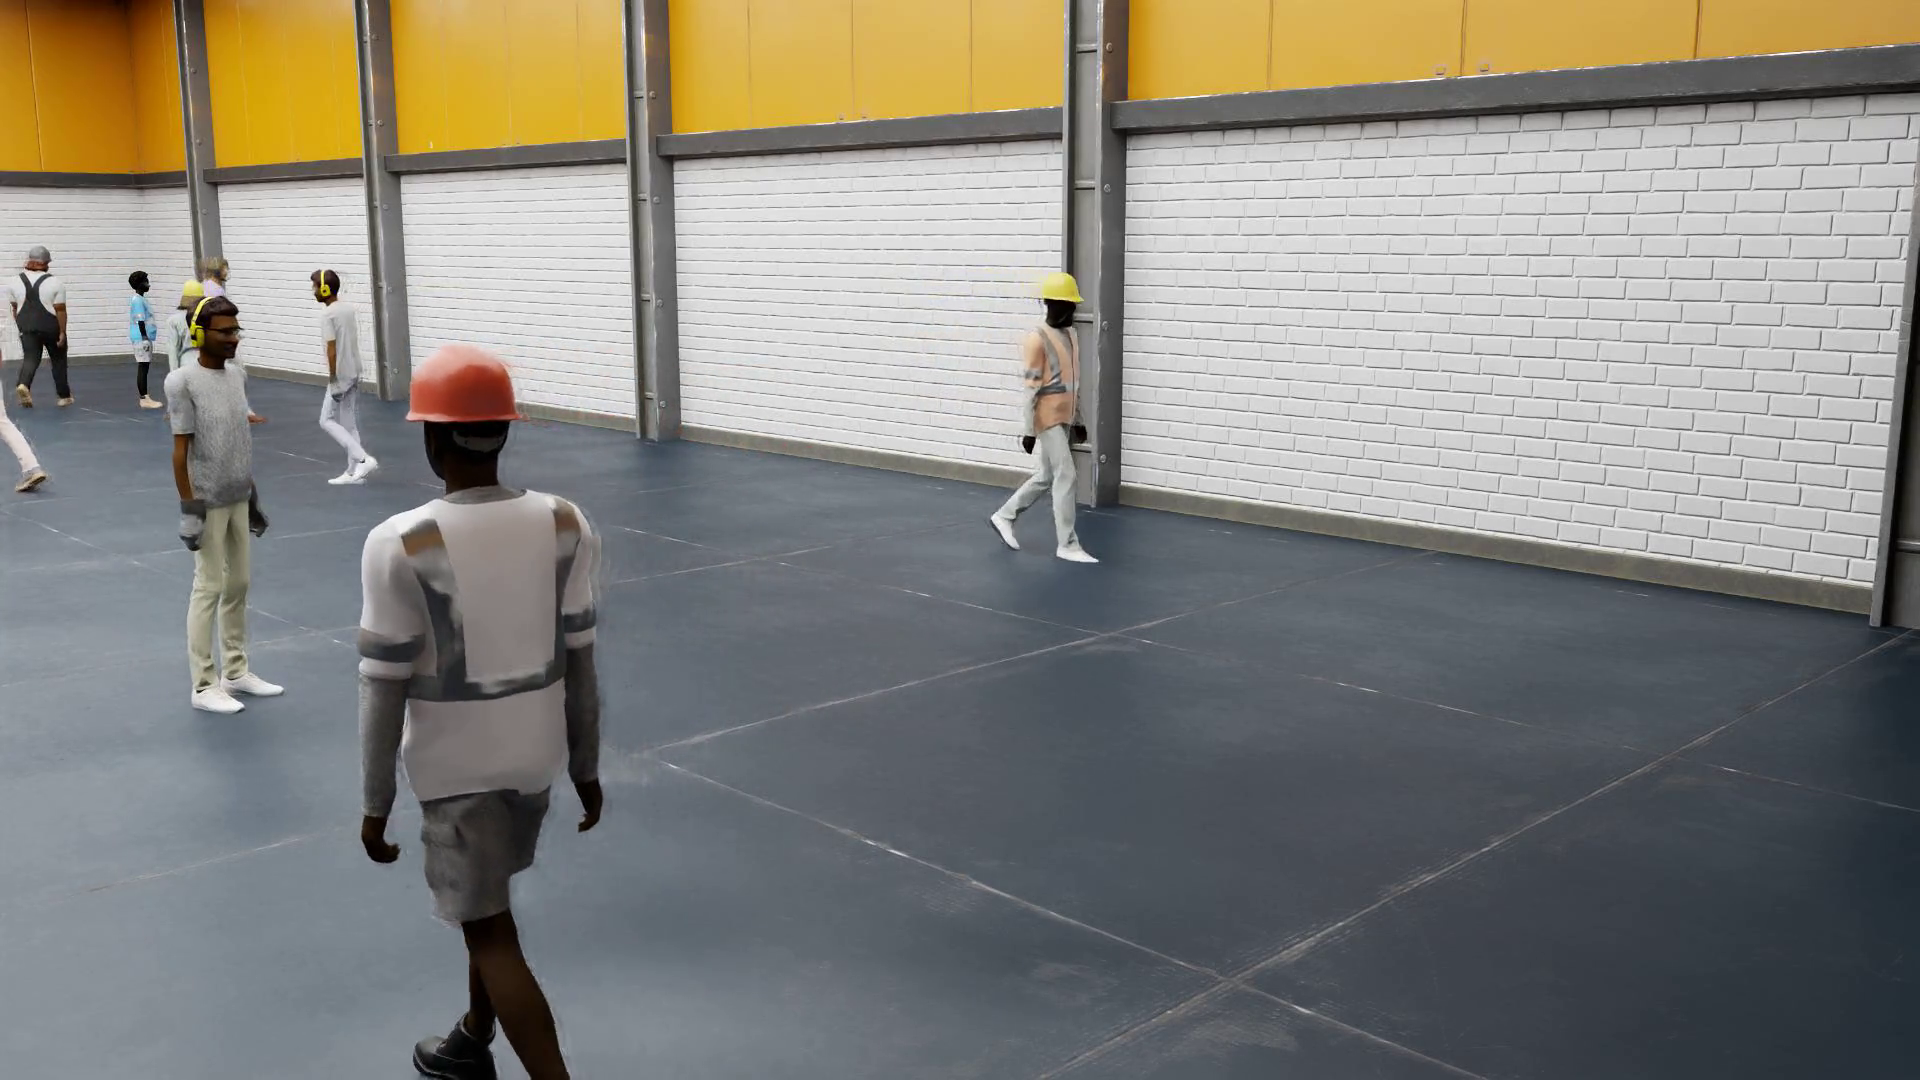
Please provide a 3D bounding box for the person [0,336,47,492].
[{"bbox_3d":[-8.096,-1.344,13.749,1.022,1.956,0.623,3,11,17],"label":"person"}]

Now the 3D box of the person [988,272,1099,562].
[{"bbox_3d":[0.549,-0.816,11.021,0.843,1.906,0.593,5,12,26],"label":"person"}]

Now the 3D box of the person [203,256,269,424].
[{"bbox_3d":[-8.322,-2.202,18.541,0.924,1.908,0.632,-3,11,-18],"label":"person"}]

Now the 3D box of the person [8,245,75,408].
[{"bbox_3d":[-11.425,-2.657,20.633,0.677,2.000,0.873,-1,10,-6],"label":"person"}]

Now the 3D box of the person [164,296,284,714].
[{"bbox_3d":[-3.331,-0.159,7.510,0.310,1.858,0.533,2,11,12],"label":"person"}]

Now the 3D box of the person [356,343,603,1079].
[{"bbox_3d":[-1.055,0.504,3.793,0.962,1.903,0.555,10,14,43],"label":"person"}]

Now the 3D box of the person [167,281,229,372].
[{"bbox_3d":[-7.189,-1.589,15.736,0.509,1.695,0.881,-4,11,-22],"label":"person"}]

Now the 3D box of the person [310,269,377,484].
[{"bbox_3d":[-5.250,-1.370,14.150,0.424,1.846,0.533,2,11,9],"label":"person"}]

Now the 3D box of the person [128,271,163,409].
[{"bbox_3d":[-10.075,-2.466,20.534,0.318,1.697,0.534,-5,12,-26],"label":"person"}]
